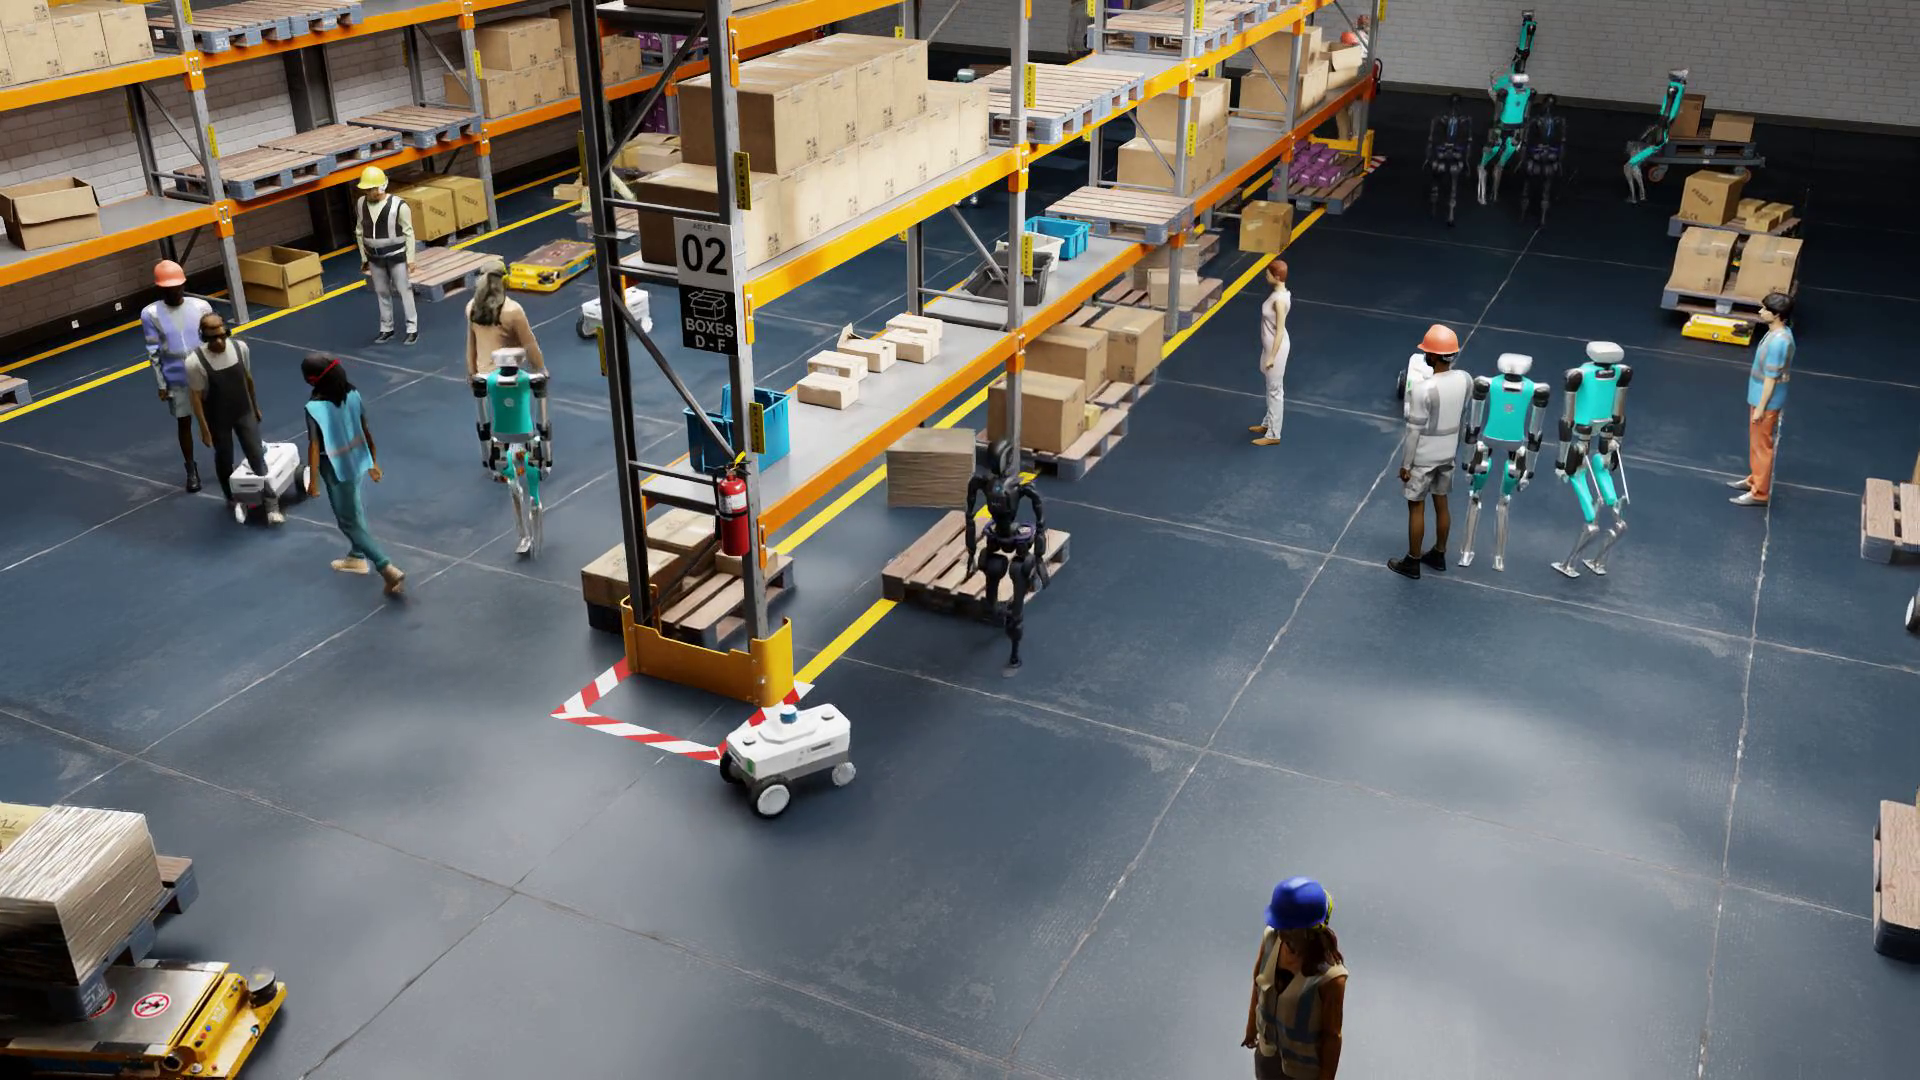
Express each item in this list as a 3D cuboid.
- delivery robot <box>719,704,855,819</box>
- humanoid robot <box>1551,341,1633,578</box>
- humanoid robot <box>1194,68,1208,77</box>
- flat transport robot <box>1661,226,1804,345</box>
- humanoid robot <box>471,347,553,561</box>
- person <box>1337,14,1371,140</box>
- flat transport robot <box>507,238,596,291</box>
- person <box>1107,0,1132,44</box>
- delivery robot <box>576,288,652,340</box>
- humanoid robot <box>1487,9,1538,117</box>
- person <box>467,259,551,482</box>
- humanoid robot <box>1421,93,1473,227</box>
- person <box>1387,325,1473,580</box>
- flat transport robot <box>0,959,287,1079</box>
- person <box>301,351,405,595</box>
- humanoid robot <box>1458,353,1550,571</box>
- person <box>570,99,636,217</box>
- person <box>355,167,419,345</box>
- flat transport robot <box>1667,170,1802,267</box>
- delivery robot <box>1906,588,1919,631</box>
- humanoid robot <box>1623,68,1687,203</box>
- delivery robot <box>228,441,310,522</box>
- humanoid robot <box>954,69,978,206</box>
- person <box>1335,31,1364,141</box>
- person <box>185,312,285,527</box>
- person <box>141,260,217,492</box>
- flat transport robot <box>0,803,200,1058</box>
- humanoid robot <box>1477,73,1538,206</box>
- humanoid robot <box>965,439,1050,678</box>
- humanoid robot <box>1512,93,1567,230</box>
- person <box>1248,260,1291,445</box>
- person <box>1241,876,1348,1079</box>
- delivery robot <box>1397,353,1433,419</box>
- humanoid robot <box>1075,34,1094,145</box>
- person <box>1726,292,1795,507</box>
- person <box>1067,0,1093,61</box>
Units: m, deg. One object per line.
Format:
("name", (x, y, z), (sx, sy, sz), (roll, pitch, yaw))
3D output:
("delivery robot", (-1.010, 1.254, 9.907), (0.756, 0.580, 0.499), (-15, 30, -28))
("humanoid robot", (4.697, -0.537, 12.165), (0.537, 1.739, 0.717), (-7, 27, -14))
("humanoid robot", (3.932, -7.570, 26.534), (0.792, 1.621, 0.600), (24, 35, 39))
("flat transport robot", (8.111, -2.395, 17.616), (0.659, 0.231, 1.431), (14, 30, 26))
("humanoid robot", (-3.281, -0.627, 12.489), (0.546, 1.875, 0.741), (-2, 26, -5))
("person", (6.022, -6.916, 24.930), (0.483, 1.890, 0.661), (1, 26, 2))
("flat transport robot", (-4.677, -3.182, 19.205), (0.659, 0.231, 1.431), (7, 27, 15))
("person", (2.782, -9.015, 29.132), (0.443, 1.923, 0.534), (-17, 31, -31))
("delivery robot", (-3.562, -2.350, 17.190), (0.499, 0.582, 0.764), (17, 31, 30))
("humanoid robot", (8.560, -7.421, 25.999), (0.716, 1.695, 0.531), (4, 27, 7))
("person", (-3.752, -1.443, 13.909), (0.577, 1.846, 0.749), (14, 30, 26))
("humanoid robot", (6.133, -4.780, 20.904), (0.611, 1.636, 0.762), (3, 26, 6))
("person", (3.443, -0.645, 12.219), (0.545, 1.931, 0.386), (-14, 30, -26))
("flat transport robot", (-4.111, 2.331, 8.069), (1.431, 0.231, 0.659), (2, 26, 4))
("person", (-4.392, -0.485, 12.001), (0.814, 1.845, 0.517), (9, 28, 18))
("humanoid robot", (3.996, -0.616, 12.324), (0.530, 1.742, 0.704), (8, 27, 16))
("person", (-4.592, -5.010, 21.154), (0.843, 1.817, 0.574), (4, 27, 7))
("person", (-5.797, -2.866, 16.808), (0.598, 1.827, 0.404), (4, 27, 9))
("flat transport robot", (9.302, -3.574, 19.998), (0.659, 0.231, 1.431), (22, 34, 37))
("delivery robot", (7.013, 0.352, 11.751), (0.499, 0.601, 0.802), (12, 29, 23))
("humanoid robot", (9.029, -5.299, 21.863), (0.755, 1.816, 0.546), (16, 30, 28))
("delivery robot", (-5.622, -0.509, 13.504), (0.499, 0.613, 0.807), (0, 26, 0))
("humanoid robot", (0.072, -5.154, 21.422), (0.530, 1.696, 0.744), (1, 26, 2))
("person", (5.614, -6.581, 24.416), (0.538, 1.728, 0.580), (23, 34, 38))
("person", (-5.663, -0.939, 12.977), (0.533, 1.777, 0.957), (-22, 34, -38))
("person", (-6.307, -1.348, 13.617), (0.544, 1.942, 0.348), (-15, 30, -28))
("flat transport robot", (-4.658, 2.110, 8.515), (0.659, 0.231, 1.431), (4, 27, 8))
("humanoid robot", (7.042, -5.200, 21.721), (0.544, 1.848, 0.782), (-5, 27, -9))
("humanoid robot", (0.352, 0.059, 11.088), (0.612, 1.640, 0.554), (11, 28, 20))
("humanoid robot", (7.250, -4.722, 20.734), (0.596, 1.645, 0.406), (0, 26, -1))
("person", (2.726, -1.638, 14.519), (0.284, 1.657, 0.451), (3, 27, 7))
("person", (1.353, 2.109, 6.831), (0.350, 1.771, 0.471), (-17, 31, -30))
("delivery robot", (4.311, -1.467, 15.384), (0.499, 0.564, 0.744), (8, 27, 15))
("humanoid robot", (1.932, -6.666, 24.649), (0.608, 1.650, 0.309), (20, 33, 34))
("person", (6.488, -1.139, 13.414), (0.349, 1.754, 0.502), (9, 28, 18))
("person", (1.955, -8.326, 27.888), (0.823, 1.789, 0.551), (22, 34, 37))
